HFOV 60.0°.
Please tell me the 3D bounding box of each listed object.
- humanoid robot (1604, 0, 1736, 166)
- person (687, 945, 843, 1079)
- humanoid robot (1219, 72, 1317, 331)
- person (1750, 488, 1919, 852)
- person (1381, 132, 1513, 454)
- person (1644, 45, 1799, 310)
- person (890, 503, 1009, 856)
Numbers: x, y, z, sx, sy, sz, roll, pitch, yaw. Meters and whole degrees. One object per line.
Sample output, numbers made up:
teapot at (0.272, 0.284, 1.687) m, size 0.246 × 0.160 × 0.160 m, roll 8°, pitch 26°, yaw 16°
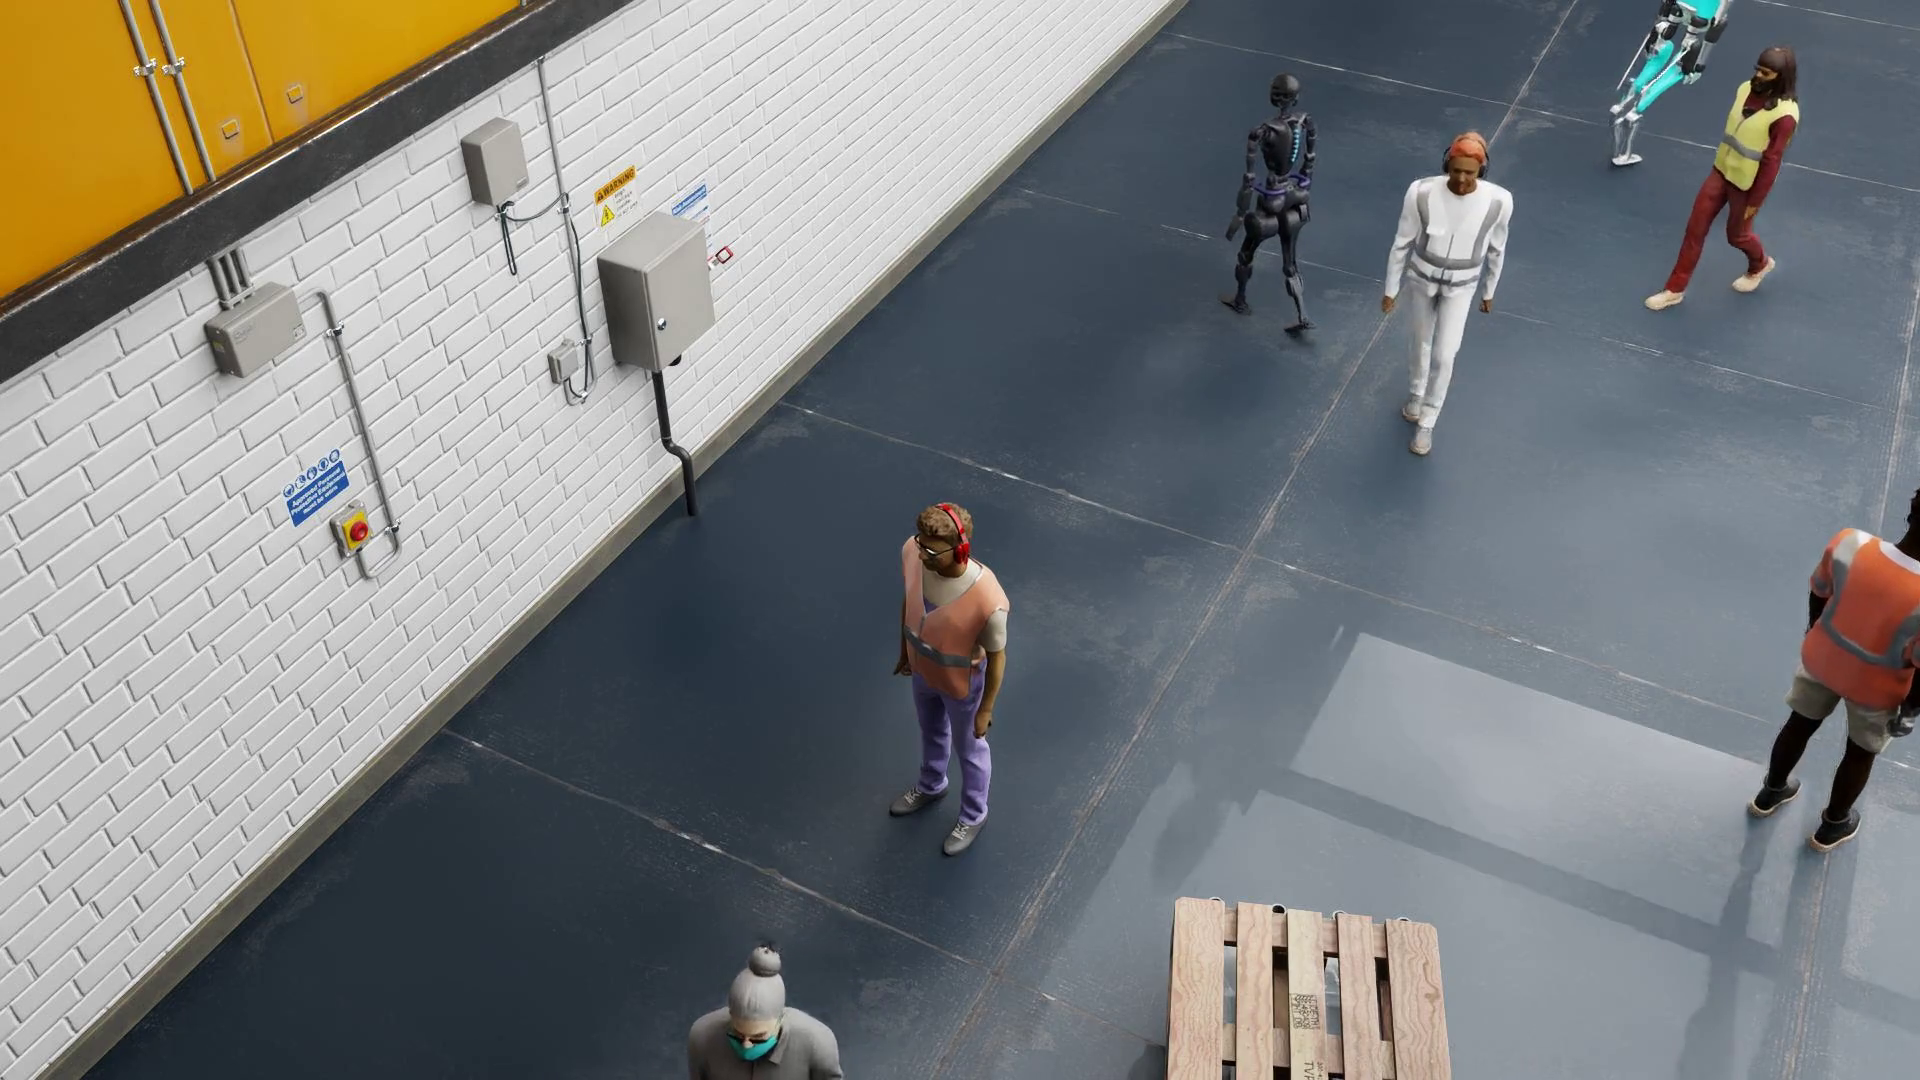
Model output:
humanoid robot at (4.899, -3.353, 11.642) m, size 0.783 × 1.826 × 0.552 m, roll -18°, pitch 44°, yaw -20°
person at (-0.607, 1.873, 5.486) m, size 0.508 × 1.811 × 0.773 m, roll 6°, pitch 41°, yaw 7°
humanoid robot at (1.956, -2.018, 10.132) m, size 0.612 × 1.633 × 0.729 m, roll -22°, pitch 46°, yaw -24°
person at (3.763, 0.519, 6.946) m, size 0.438 × 1.961 × 0.622 m, roll -25°, pitch 47°, yaw -26°
person at (2.636, -1.356, 9.194) m, size 0.597 × 1.852 × 0.771 m, roll 14°, pitch 43°, yaw 16°
person at (4.869, -2.236, 10.305) m, size 0.854 × 1.740 × 0.480 m, roll -14°, pitch 43°, yaw -16°
person at (-0.037, 0.566, 6.974) m, size 0.564 × 1.846 × 0.391 m, roll 33°, pitch 51°, yaw 32°
